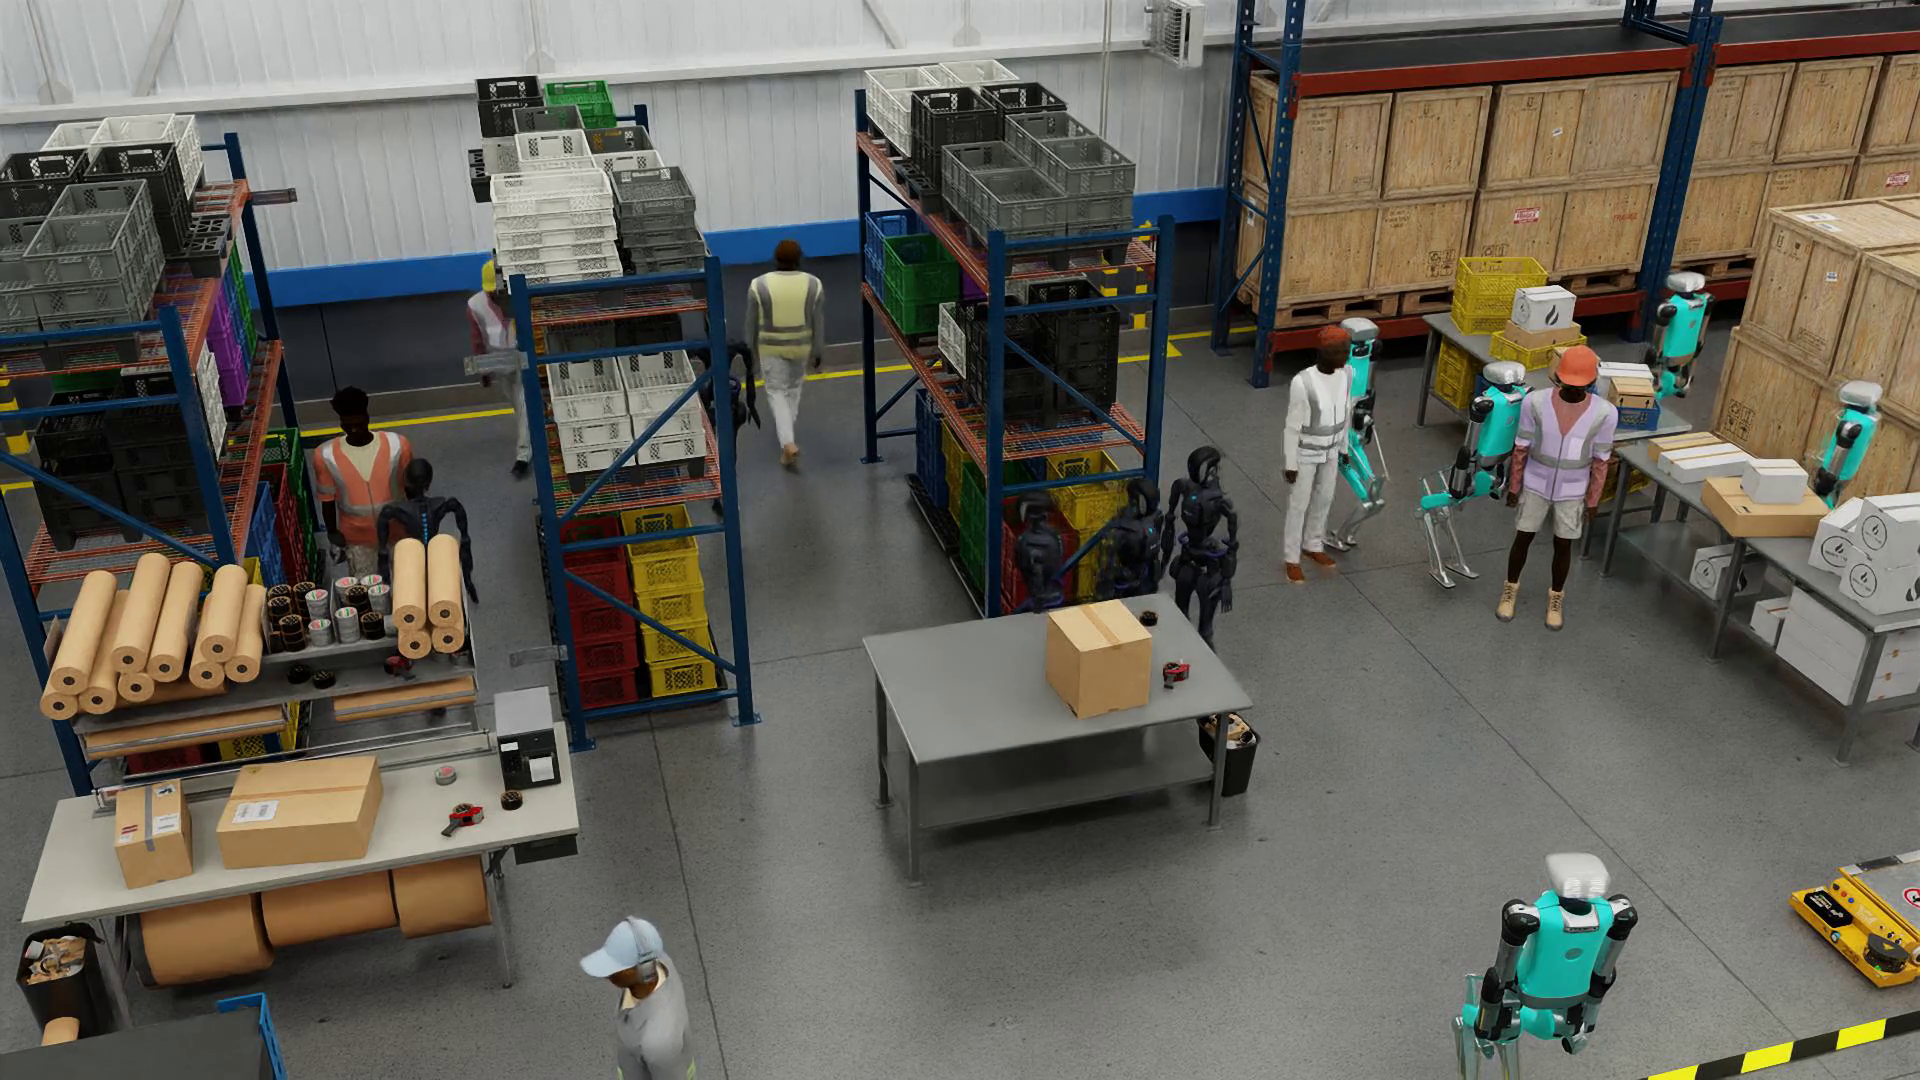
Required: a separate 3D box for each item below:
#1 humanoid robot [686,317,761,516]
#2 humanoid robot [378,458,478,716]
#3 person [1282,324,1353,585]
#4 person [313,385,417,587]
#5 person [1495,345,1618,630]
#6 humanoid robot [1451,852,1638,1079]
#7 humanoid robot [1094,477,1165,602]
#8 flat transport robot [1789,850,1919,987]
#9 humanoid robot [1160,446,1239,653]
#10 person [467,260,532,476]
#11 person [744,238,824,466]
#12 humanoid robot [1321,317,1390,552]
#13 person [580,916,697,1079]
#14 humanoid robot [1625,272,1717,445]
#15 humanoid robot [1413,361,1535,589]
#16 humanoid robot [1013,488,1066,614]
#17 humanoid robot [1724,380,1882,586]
[{"bbox_3d":[-1.835,-1.029,12.630,0.611,1.633,0.725,-7,30,-12],"label":"humanoid robot"},{"bbox_3d":[-3.313,0.253,10.272,0.628,1.635,0.610,-14,32,-23],"label":"humanoid robot"},{"bbox_3d":[2.481,-0.594,11.585,0.613,1.870,0.363,-17,33,-28],"label":"person"},{"bbox_3d":[-3.688,-0.061,10.510,0.613,1.963,0.361,-11,31,-19],"label":"person"},{"bbox_3d":[3.916,-0.338,10.954,0.601,2.034,0.413,11,31,20],"label":"person"},{"bbox_3d":[2.383,1.885,7.068,0.533,1.677,0.735,-2,29,-4],"label":"humanoid robot"},{"bbox_3d":[0.975,0.346,10.084,0.412,1.639,0.629,22,35,34],"label":"humanoid robot"},{"bbox_3d":[5.163,1.916,8.676,1.431,0.231,0.659,-8,30,-14],"label":"flat transport robot"},{"bbox_3d":[1.488,0.171,10.383,0.312,1.655,0.609,-24,37,-36],"label":"humanoid robot"},{"bbox_3d":[-3.550,-1.442,13.251,0.590,1.761,0.965,-2,29,-4],"label":"person"},{"bbox_3d":[-1.396,-1.527,13.358,0.636,1.806,0.868,-9,30,-16],"label":"person"},{"bbox_3d":[2.869,-0.681,11.814,0.547,1.746,0.679,-19,34,-30],"label":"humanoid robot"},{"bbox_3d":[-1.211,2.204,6.506,0.384,1.851,0.598,-8,30,-15],"label":"person"},{"bbox_3d":[5.367,-1.233,12.999,0.550,1.912,0.716,-13,31,-22],"label":"humanoid robot"},{"bbox_3d":[3.449,-0.509,11.423,0.533,1.677,0.735,-16,32,-26],"label":"humanoid robot"},{"bbox_3d":[0.482,0.458,9.865,0.445,1.648,0.600,2,29,3],"label":"humanoid robot"},{"bbox_3d":[5.567,-0.318,11.271,1.014,1.778,0.532,23,36,36],"label":"humanoid robot"}]
